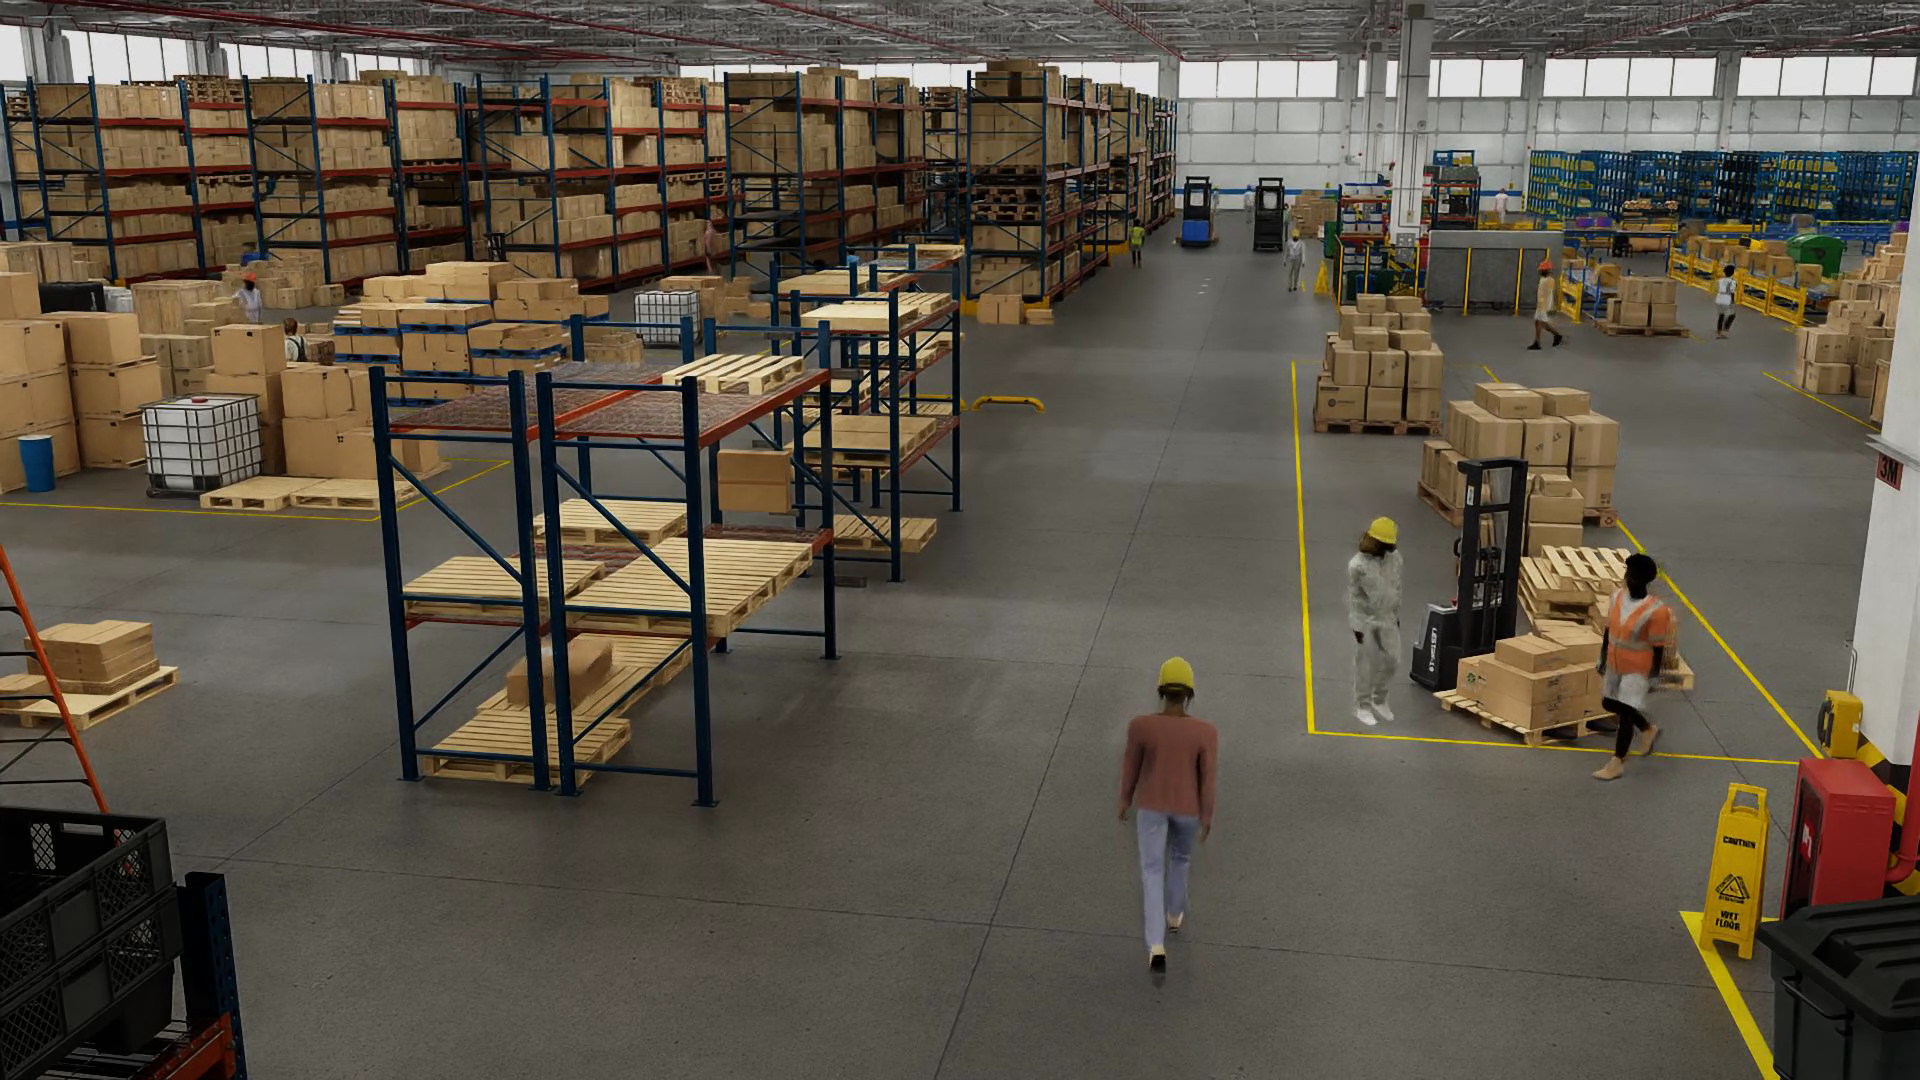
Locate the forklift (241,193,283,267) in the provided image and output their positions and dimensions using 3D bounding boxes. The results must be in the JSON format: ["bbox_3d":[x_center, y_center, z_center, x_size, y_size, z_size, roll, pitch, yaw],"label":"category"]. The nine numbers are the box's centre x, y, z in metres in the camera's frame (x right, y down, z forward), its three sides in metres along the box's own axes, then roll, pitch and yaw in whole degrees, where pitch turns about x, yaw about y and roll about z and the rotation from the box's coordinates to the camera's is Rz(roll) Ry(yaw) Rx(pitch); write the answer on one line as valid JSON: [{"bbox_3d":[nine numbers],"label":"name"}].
[{"bbox_3d":[-20.337,-8.864,49.193,1.129,2.768,1.873,3,14,10],"label":"forklift"}]

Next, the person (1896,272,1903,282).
[{"bbox_3d":[20.405,-5.087,35.586,0.683,2.000,0.537,2,14,8],"label":"person"}]

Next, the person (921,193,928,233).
[{"bbox_3d":[-1.595,-14.972,75.931,0.543,1.939,0.360,1,14,6],"label":"person"}]

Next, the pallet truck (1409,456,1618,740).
[{"bbox_3d":[4.504,0.400,13.395,0.823,1.965,1.885,-6,15,-23],"label":"pallet truck"}]

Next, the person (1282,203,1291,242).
[{"bbox_3d":[13.749,-13.438,70.350,0.493,1.625,0.283,-4,14,-15],"label":"person"}]

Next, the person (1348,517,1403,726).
[{"bbox_3d":[3.246,0.637,13.014,0.512,1.705,0.452,-4,14,-17],"label":"person"}]

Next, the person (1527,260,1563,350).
[{"bbox_3d":[12.525,-5.006,35.508,0.622,1.921,0.550,-1,14,-3],"label":"person"}]

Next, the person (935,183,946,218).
[{"bbox_3d":[-1.002,-18.140,88.877,0.669,1.892,0.485,3,14,11],"label":"person"}]

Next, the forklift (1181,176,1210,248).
[{"bbox_3d":[9.483,-13.176,66.698,1.129,2.768,1.873,2,14,10],"label":"forklift"}]

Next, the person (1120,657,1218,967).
[{"bbox_3d":[1.176,1.517,9.408,0.535,1.731,0.858,1,14,5],"label":"person"}]

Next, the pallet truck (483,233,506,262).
[{"bbox_3d":[-11.832,-7.026,43.548,1.885,1.965,0.823,8,16,28],"label":"pallet truck"}]

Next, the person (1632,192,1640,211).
[{"bbox_3d":[33.271,-16.422,81.825,0.621,1.941,0.644,4,14,17],"label":"person"}]

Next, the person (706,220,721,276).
[{"bbox_3d":[-7.750,-9.005,51.864,0.396,1.874,0.807,6,15,23],"label":"person"}]

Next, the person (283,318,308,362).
[{"bbox_3d":[-10.115,-2.461,25.325,0.346,1.846,0.505,4,14,16],"label":"person"}]

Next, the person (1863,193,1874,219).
[{"bbox_3d":[42.633,-15.465,78.186,0.799,1.816,0.581,3,14,11],"label":"person"}]

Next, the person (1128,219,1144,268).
[{"bbox_3d":[6.025,-10.180,57.036,0.534,1.667,0.684,-1,14,-2],"label":"person"}]

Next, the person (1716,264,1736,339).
[{"bbox_3d":[17.224,-5.345,37.362,0.406,1.683,0.549,-6,15,-23],"label":"person"}]

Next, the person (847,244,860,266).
[{"bbox_3d":[-2.841,-6.886,43.595,0.530,1.696,0.322,4,14,15],"label":"person"}]

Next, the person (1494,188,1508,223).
[{"bbox_3d":[26.010,-15.937,79.911,0.640,1.910,0.401,10,17,34],"label":"person"}]

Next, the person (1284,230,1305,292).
[{"bbox_3d":[9.761,-8.139,48.510,0.607,1.788,0.915,3,14,12],"label":"person"}]

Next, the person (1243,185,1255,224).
[{"bbox_3d":[14.556,-16.954,83.977,0.632,1.928,0.593,-5,15,-21],"label":"person"}]

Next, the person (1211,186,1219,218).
[{"bbox_3d":[13.665,-18.182,89.451,0.871,1.704,0.508,12,18,40],"label":"person"}]

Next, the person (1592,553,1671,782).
[{"bbox_3d":[4.889,0.896,12.013,0.637,1.681,0.541,-5,15,-21],"label":"person"}]

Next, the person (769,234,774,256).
[{"bbox_3d":[-6.861,-11.322,61.776,0.673,1.616,0.515,-1,14,-4],"label":"person"}]

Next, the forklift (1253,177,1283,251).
[{"bbox_3d":[12.083,-12.747,64.956,1.129,2.768,1.873,3,14,10],"label":"forklift"}]

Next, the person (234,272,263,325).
[{"bbox_3d":[-14.196,-4.389,33.067,0.880,1.903,0.542,6,15,24],"label":"person"}]

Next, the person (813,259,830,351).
[{"bbox_3d":[-3.017,-4.983,35.336,0.506,1.951,0.633,-2,14,-8],"label":"person"}]

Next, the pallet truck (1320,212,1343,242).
[{"bbox_3d":[15.874,-13.227,70.310,0.680,1.201,1.601,10,17,35],"label":"pallet truck"}]

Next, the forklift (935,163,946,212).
[{"bbox_3d":[-0.938,-20.043,94.577,1.873,2.768,1.129,3,14,10],"label":"forklift"}]
